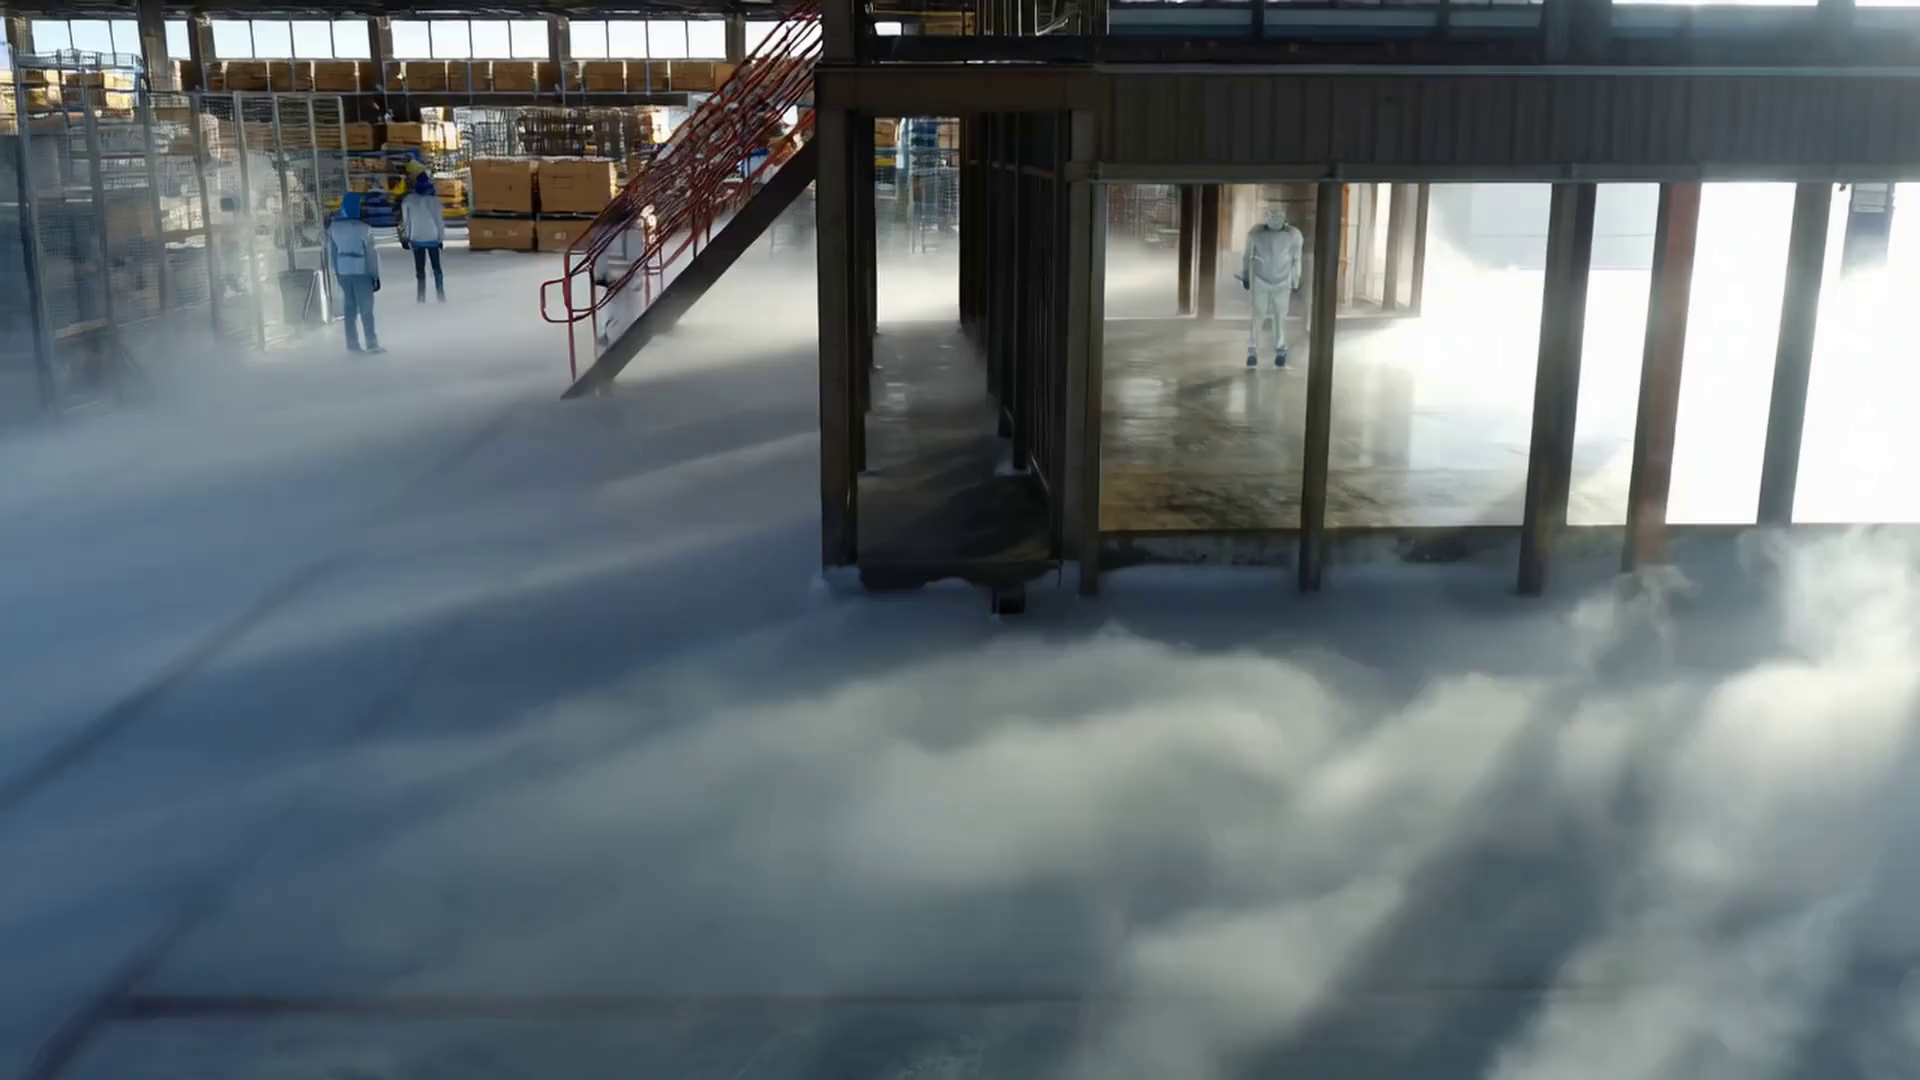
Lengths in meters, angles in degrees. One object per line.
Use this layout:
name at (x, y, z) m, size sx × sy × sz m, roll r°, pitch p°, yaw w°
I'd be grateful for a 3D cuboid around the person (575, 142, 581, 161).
person at (-20.916, -21.001, 91.468) m, size 0.935 × 1.802 × 0.578 m, roll -9°, pitch 17°, yaw -33°

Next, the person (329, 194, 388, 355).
person at (-7.259, -3.181, 20.009) m, size 0.587 × 1.914 × 0.391 m, roll 4°, pitch 15°, yaw 16°

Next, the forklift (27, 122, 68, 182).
forklift at (-35.376, -14.773, 64.377) m, size 1.129 × 2.768 × 1.873 m, roll -1°, pitch 14°, yaw -2°

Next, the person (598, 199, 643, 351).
person at (-4.166, -3.209, 20.251) m, size 0.584 × 1.859 × 0.844 m, roll 6°, pitch 15°, yaw 24°

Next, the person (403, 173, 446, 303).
person at (-8.348, -4.711, 25.956) m, size 0.621 × 1.992 × 0.397 m, roll -5°, pitch 15°, yaw -21°

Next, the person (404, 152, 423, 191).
person at (-16.356, -10.661, 49.903) m, size 0.584 × 1.909 × 0.759 m, roll -2°, pitch 14°, yaw -10°

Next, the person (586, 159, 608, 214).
person at (-9.884, -9.529, 45.585) m, size 0.574 × 1.803 × 0.631 m, roll 8°, pitch 16°, yaw 28°

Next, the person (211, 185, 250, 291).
person at (-10.205, -3.958, 23.117) m, size 0.563 × 1.903 × 0.872 m, roll 5°, pitch 15°, yaw 19°

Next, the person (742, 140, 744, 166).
person at (-11.437, -20.293, 88.228) m, size 0.370 × 1.996 × 0.622 m, roll -4°, pitch 15°, yaw -16°

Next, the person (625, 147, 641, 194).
person at (-12.241, -13.747, 62.286) m, size 0.634 × 1.900 × 0.399 m, roll -12°, pitch 18°, yaw -39°

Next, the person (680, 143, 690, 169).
person at (-13.865, -19.219, 84.273) m, size 0.600 × 1.830 × 0.404 m, roll -5°, pitch 15°, yaw -20°

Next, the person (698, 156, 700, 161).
person at (-9.289, -12.839, 58.397) m, size 0.420 × 2.027 × 0.607 m, roll -3°, pitch 14°, yaw -11°
